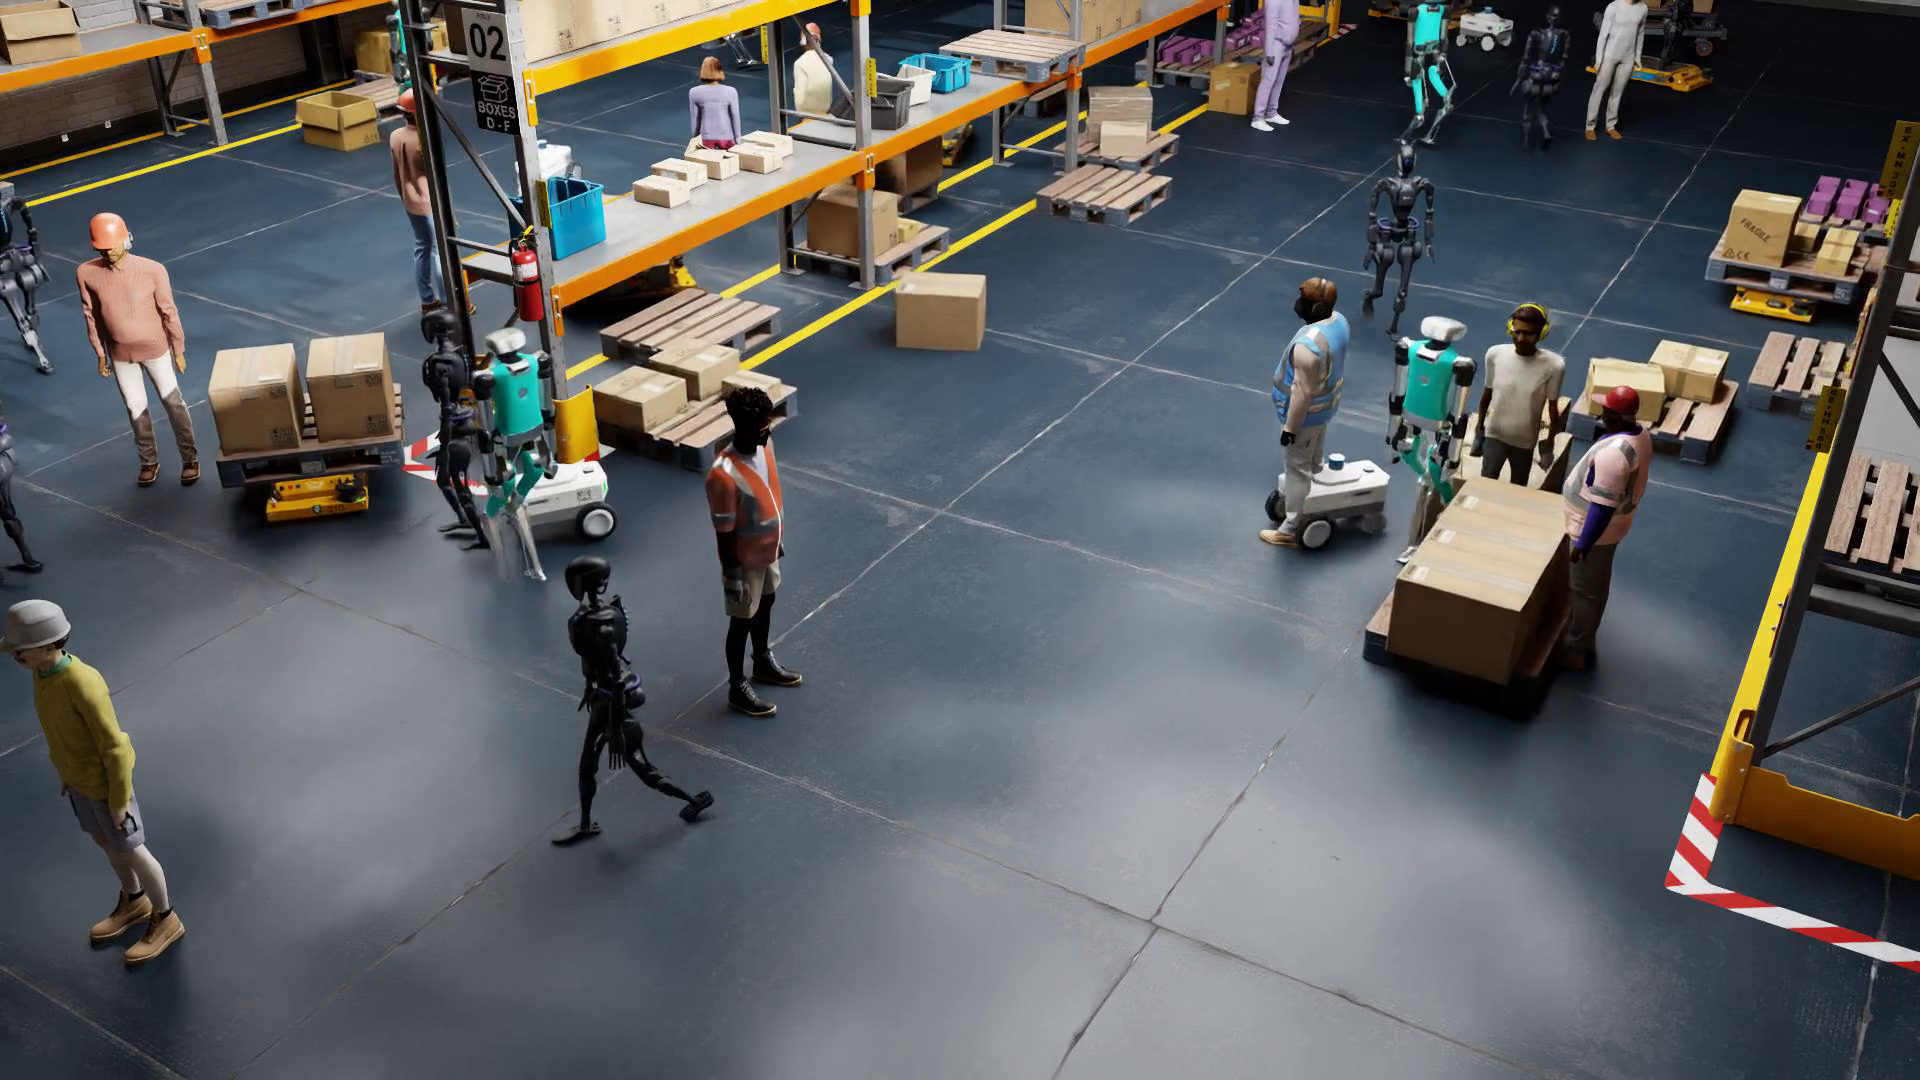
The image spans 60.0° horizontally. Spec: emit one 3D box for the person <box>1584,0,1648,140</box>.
[{"bbox_3d":[7.571,-5.563,19.132,0.581,1.894,0.370,-3,30,-6],"label":"person"}]

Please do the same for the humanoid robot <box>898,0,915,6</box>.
[{"bbox_3d":[-0.793,-9.041,25.512,0.609,1.644,0.370,-4,30,-7],"label":"humanoid robot"}]

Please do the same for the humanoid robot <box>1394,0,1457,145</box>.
[{"bbox_3d":[5.325,-5.248,18.758,0.539,1.799,0.835,-8,30,-14],"label":"humanoid robot"}]

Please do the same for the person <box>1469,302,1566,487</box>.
[{"bbox_3d":[3.526,-0.669,10.529,0.521,1.847,0.742,16,33,26],"label":"person"}]

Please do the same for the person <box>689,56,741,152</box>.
[{"bbox_3d":[-2.432,-4.002,16.641,0.498,1.629,0.288,2,30,3],"label":"person"}]

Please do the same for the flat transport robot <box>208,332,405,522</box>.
[{"bbox_3d":[-4.594,-0.567,11.945,0.659,0.231,1.431,-8,30,-14],"label":"flat transport robot"}]

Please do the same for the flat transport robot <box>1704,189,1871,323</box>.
[{"bbox_3d":[7.454,-2.324,15.052,0.659,0.231,1.431,17,34,27],"label":"flat transport robot"}]

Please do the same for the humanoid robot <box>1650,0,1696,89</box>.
[{"bbox_3d":[9.198,-6.650,21.261,0.315,1.657,0.599,25,38,37],"label":"humanoid robot"}]

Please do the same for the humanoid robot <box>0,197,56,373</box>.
[{"bbox_3d":[-7.673,-2.186,13.423,0.779,1.630,0.583,20,35,31],"label":"humanoid robot"}]

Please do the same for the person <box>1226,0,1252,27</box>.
[{"bbox_3d":[4.107,-8.466,24.329,0.510,1.839,0.351,-12,32,-20],"label":"person"}]

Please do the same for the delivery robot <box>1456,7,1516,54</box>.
[{"bbox_3d":[7.376,-7.151,23.298,0.499,0.592,0.783,-21,36,-33],"label":"delivery robot"}]

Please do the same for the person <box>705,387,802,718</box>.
[{"bbox_3d":[-1.138,0.054,9.132,0.368,1.957,0.604,10,31,17],"label":"person"}]

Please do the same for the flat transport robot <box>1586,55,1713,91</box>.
[{"bbox_3d":[9.050,-6.153,21.826,0.659,0.231,1.431,-24,37,-36],"label":"flat transport robot"}]

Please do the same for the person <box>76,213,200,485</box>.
[{"bbox_3d":[-5.690,-1.314,11.526,0.610,1.986,0.402,-4,30,-7],"label":"person"}]

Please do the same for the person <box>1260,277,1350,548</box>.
[{"bbox_3d":[2.237,-0.833,10.816,0.429,1.845,0.630,16,33,26],"label":"person"}]

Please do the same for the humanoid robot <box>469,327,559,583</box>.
[{"bbox_3d":[-2.836,-0.492,10.383,0.675,1.863,0.534,25,38,37],"label":"humanoid robot"}]

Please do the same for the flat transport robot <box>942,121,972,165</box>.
[{"bbox_3d":[-0.291,-4.591,19.064,0.659,0.231,1.431,5,30,8],"label":"flat transport robot"}]

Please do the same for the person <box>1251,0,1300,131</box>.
[{"bbox_3d":[3.766,-5.782,19.530,0.406,1.895,0.656,20,35,31],"label":"person"}]

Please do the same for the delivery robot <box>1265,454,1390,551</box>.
[{"bbox_3d":[2.482,-0.283,11.164,0.809,0.606,0.499,-9,31,-16],"label":"delivery robot"}]

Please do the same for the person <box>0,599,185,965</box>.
[{"bbox_3d":[-3.858,1.067,7.409,0.482,1.889,0.398,20,35,31],"label":"person"}]

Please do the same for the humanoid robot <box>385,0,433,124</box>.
[{"bbox_3d":[-6.288,-5.317,18.865,0.818,1.782,0.590,23,37,35],"label":"humanoid robot"}]

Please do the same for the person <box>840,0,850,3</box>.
[{"bbox_3d":[-1.640,-9.277,25.671,0.520,1.917,0.887,4,30,8],"label":"person"}]

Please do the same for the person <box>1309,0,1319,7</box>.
[{"bbox_3d":[5.681,-9.156,25.544,0.623,1.840,0.431,-7,30,-13],"label":"person"}]

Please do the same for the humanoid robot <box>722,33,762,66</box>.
[{"bbox_3d":[-2.927,-7.090,21.857,0.735,1.677,0.533,-25,38,-37],"label":"humanoid robot"}]

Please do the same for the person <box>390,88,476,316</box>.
[{"bbox_3d":[-4.557,-2.879,14.283,0.622,1.991,0.394,19,35,30],"label":"person"}]

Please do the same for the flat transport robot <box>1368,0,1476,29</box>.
[{"bbox_3d":[6.910,-7.882,24.884,0.659,0.231,1.431,-26,39,-38],"label":"flat transport robot"}]

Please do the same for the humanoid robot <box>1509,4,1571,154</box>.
[{"bbox_3d":[6.496,-5.151,18.626,0.588,1.651,0.372,-6,30,-10],"label":"humanoid robot"}]

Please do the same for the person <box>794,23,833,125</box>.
[{"bbox_3d":[-1.555,-4.514,17.470,0.472,1.709,0.699,16,33,26],"label":"person"}]

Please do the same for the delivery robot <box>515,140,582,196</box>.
[{"bbox_3d":[-4.394,-3.925,17.587,0.499,0.587,0.762,8,30,13],"label":"delivery robot"}]

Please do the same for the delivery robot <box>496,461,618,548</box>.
[{"bbox_3d":[-2.712,-0.285,11.134,0.744,0.573,0.500,-13,32,-22],"label":"delivery robot"}]

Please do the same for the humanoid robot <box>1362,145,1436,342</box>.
[{"bbox_3d":[3.689,-2.536,14.012,0.603,1.643,0.555,-1,30,-2],"label":"humanoid robot"}]

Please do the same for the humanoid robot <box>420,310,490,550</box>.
[{"bbox_3d":[-3.306,-0.686,10.724,0.422,1.656,0.591,-7,30,-12],"label":"humanoid robot"}]

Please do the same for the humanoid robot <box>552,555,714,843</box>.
[{"bbox_3d":[-1.677,0.794,8.183,0.821,1.644,0.609,-14,32,-23],"label":"humanoid robot"}]

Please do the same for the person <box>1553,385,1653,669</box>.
[{"bbox_3d":[3.658,-0.081,9.576,0.420,1.752,0.621,18,34,29],"label":"person"}]

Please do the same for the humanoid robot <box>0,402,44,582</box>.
[{"bbox_3d":[-6.154,-0.515,10.415,0.362,1.649,0.589,6,30,10],"label":"humanoid robot"}]

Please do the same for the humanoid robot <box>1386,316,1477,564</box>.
[{"bbox_3d":[3.033,-0.601,10.565,0.533,1.840,0.719,26,38,38],"label":"humanoid robot"}]

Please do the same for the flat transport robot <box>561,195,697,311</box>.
[{"bbox_3d":[-3.164,-2.337,15.075,1.431,0.231,0.659,-11,31,-18],"label":"flat transport robot"}]
